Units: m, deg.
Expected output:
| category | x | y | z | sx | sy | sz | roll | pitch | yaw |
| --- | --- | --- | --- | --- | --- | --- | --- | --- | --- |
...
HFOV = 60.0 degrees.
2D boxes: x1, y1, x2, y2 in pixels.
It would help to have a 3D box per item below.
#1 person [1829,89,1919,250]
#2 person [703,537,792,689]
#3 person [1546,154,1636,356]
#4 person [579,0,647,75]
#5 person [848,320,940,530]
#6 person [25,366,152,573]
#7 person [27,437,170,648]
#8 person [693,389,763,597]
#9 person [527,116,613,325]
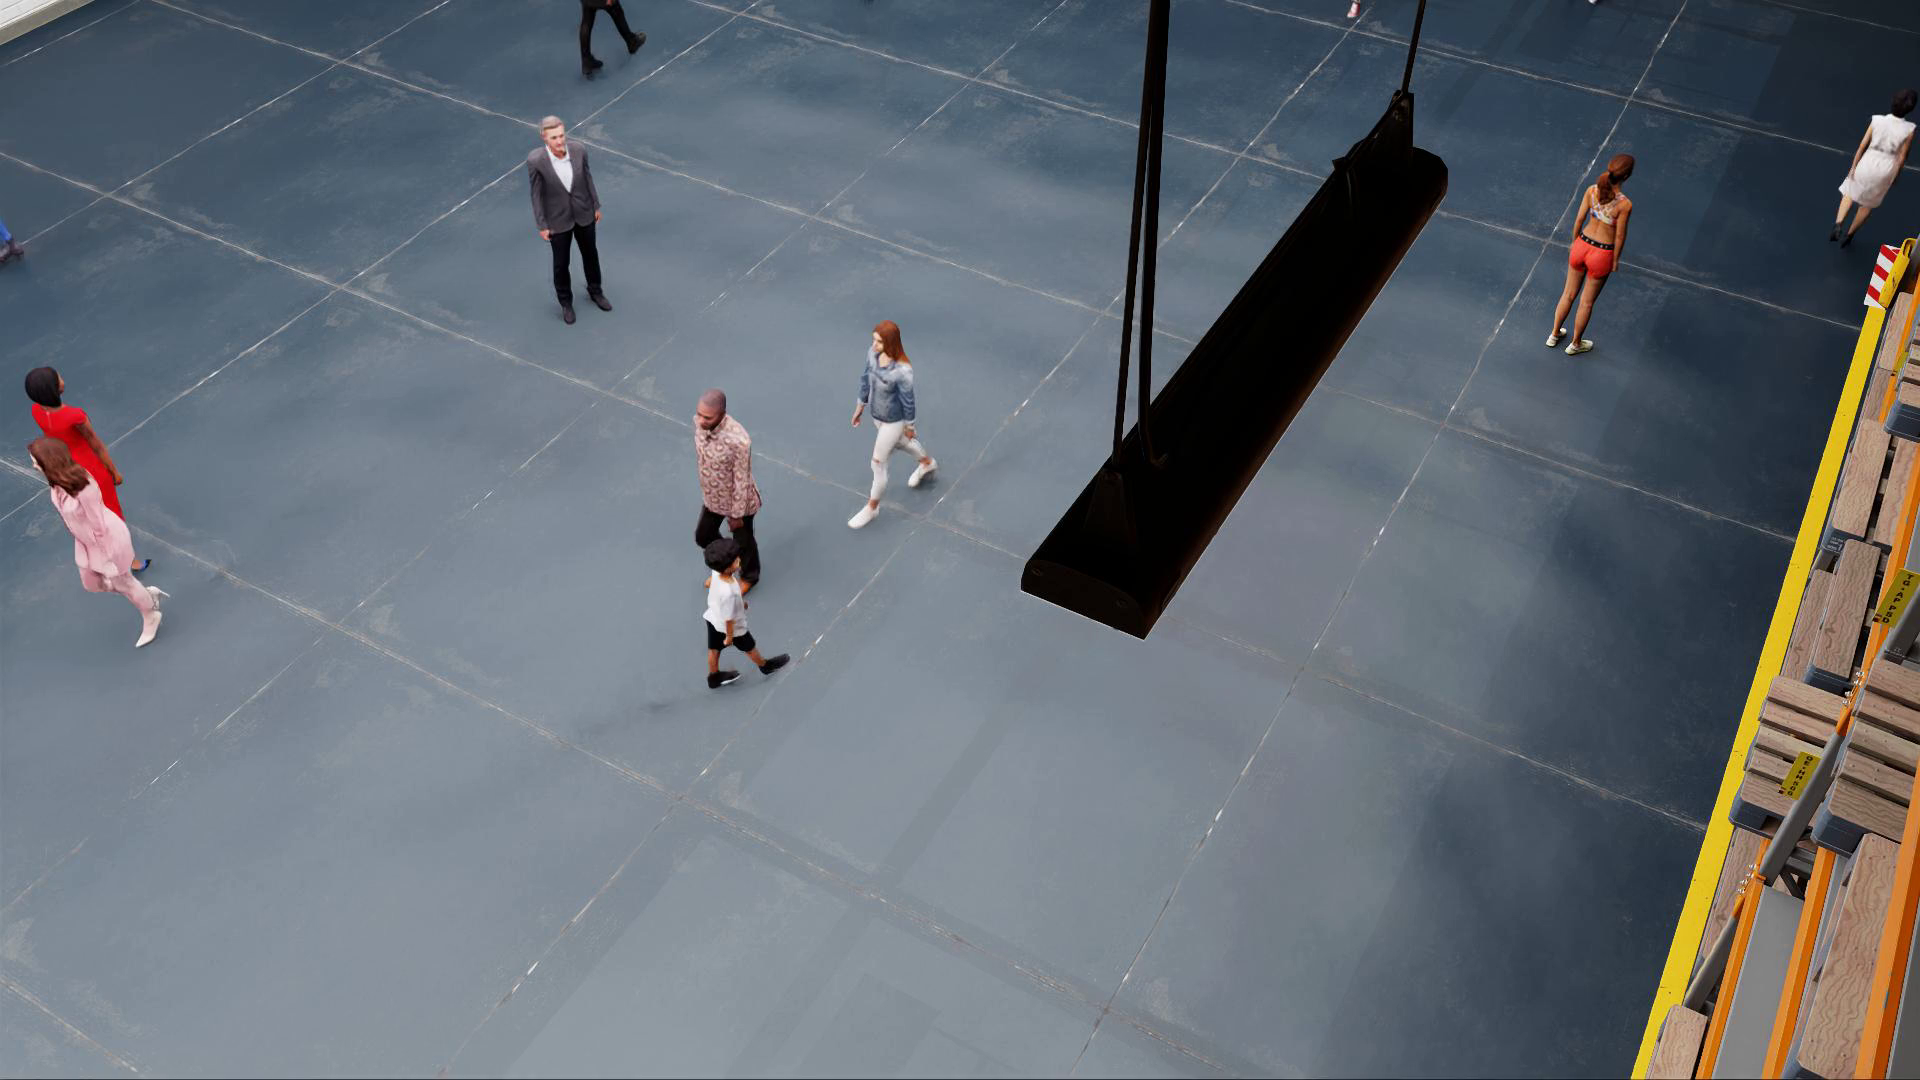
| category | x | y | z | sx | sy | sz | roll | pitch | yaw |
| --- | --- | --- | --- | --- | --- | --- | --- | --- | --- |
| person | 7.924 | -3.170 | 14.432 | 0.607 | 1.544 | 0.706 | 26 | 49 | 25 |
| person | -1.580 | 0.512 | 10.792 | 0.858 | 1.235 | 0.724 | -20 | 47 | -20 |
| person | 5.068 | -2.285 | 13.325 | 0.648 | 1.790 | 0.655 | -31 | 52 | -29 |
| person | -3.721 | -5.536 | 16.782 | 0.609 | 1.728 | 1.076 | 22 | 48 | 21 |
| person | -0.438 | -0.920 | 11.984 | 1.208 | 1.664 | 0.935 | -26 | 49 | -25 |
| person | -6.026 | -0.455 | 11.441 | 0.610 | 1.738 | 0.598 | 12 | 45 | 12 |
| person | -5.572 | -0.032 | 10.961 | 0.625 | 1.789 | 0.649 | 22 | 48 | 22 |
| person | -1.509 | -0.354 | 11.299 | 0.721 | 1.790 | 0.665 | 30 | 51 | 28 |
| person | -3.217 | -2.671 | 13.697 | 0.715 | 1.837 | 0.870 | -24 | 49 | -23 |
